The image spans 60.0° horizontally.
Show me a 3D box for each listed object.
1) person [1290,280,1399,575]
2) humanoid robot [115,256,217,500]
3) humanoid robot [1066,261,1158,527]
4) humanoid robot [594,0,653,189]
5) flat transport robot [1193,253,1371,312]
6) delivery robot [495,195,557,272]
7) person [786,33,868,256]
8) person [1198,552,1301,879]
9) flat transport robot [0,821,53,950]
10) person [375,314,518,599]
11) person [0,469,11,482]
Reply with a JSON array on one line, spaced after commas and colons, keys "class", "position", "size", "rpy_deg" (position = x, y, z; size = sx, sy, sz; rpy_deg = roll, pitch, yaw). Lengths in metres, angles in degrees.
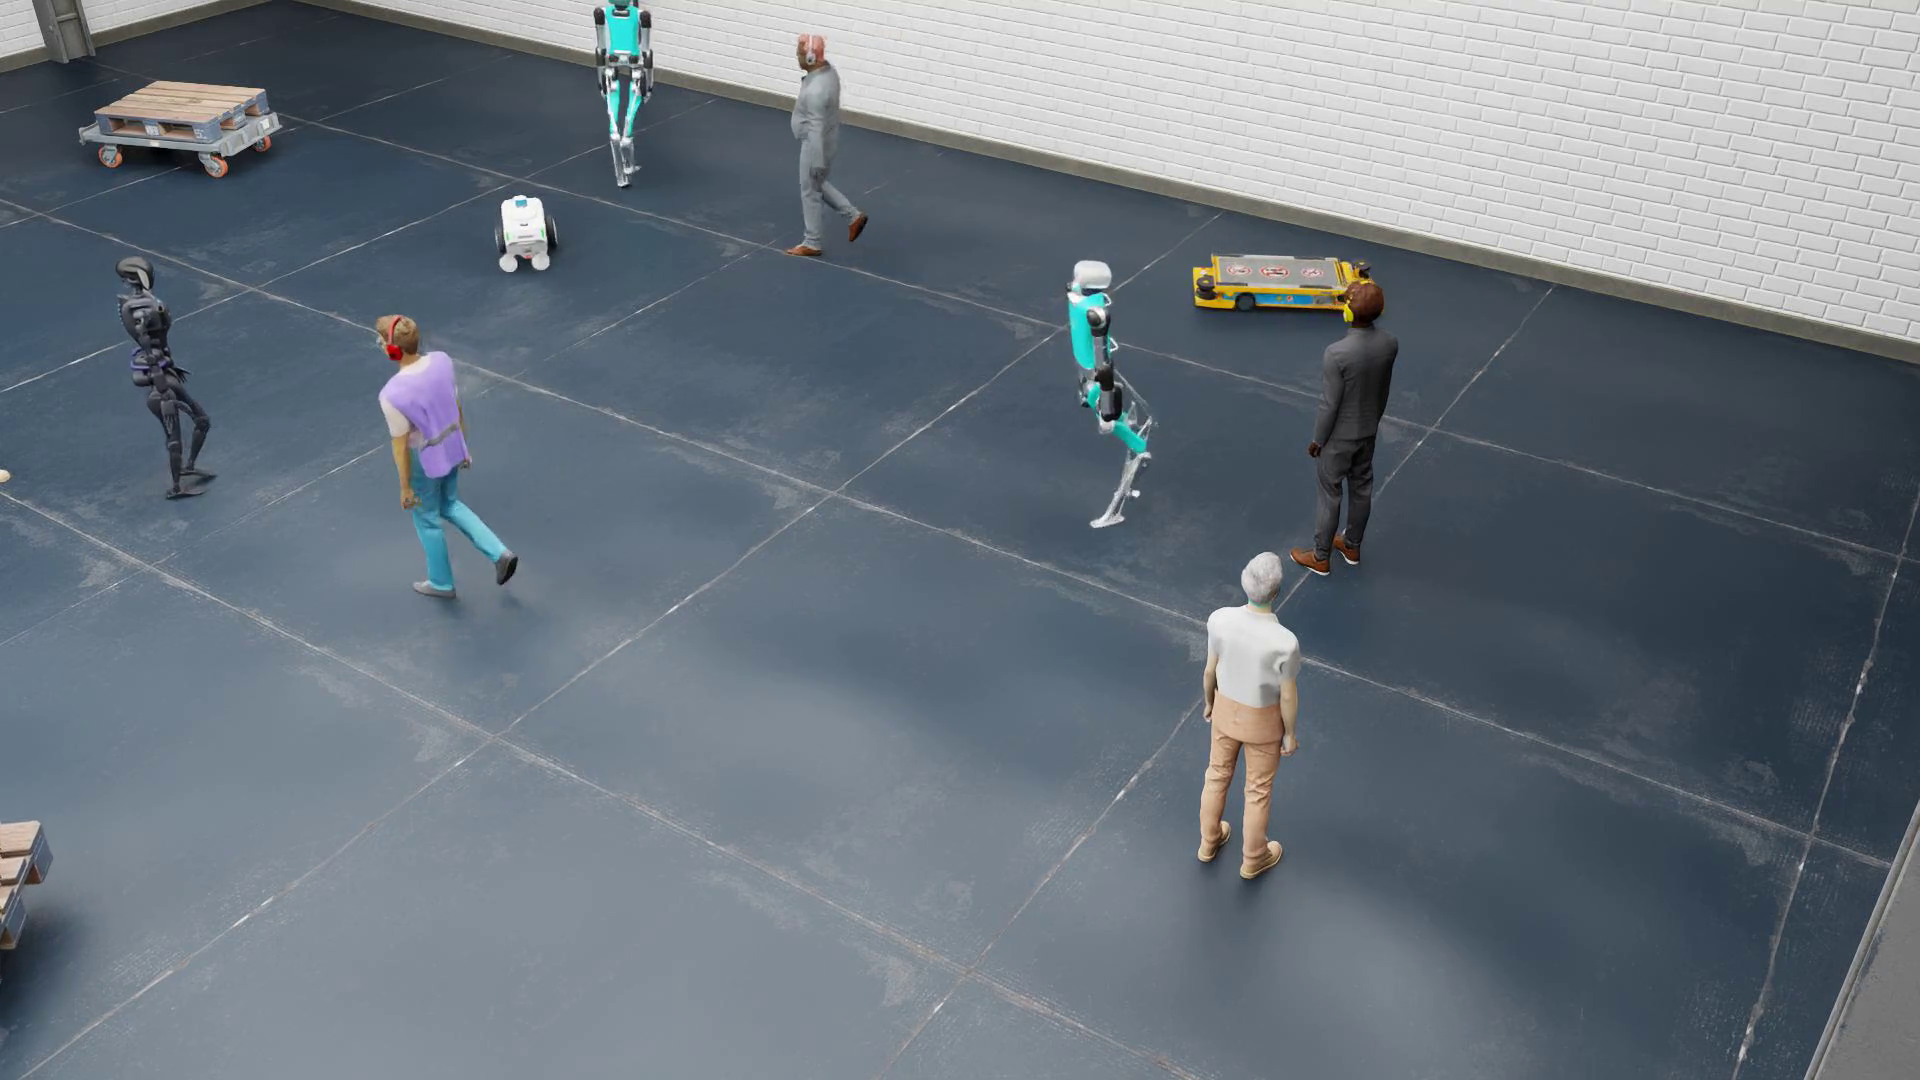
[{"class": "person", "position": [2.275, -0.651, 9.785], "size": [0.495, 1.875, 0.356], "rpy_deg": [-16, 36, -23]}, {"class": "humanoid robot", "position": [-5.052, -1.022, 10.542], "size": [0.366, 1.646, 0.616], "rpy_deg": [-11, 34, -16]}, {"class": "humanoid robot", "position": [1.043, -0.896, 10.330], "size": [0.805, 1.802, 0.530], "rpy_deg": [-8, 34, -12]}, {"class": "humanoid robot", "position": [-3.110, -4.089, 15.334], "size": [0.565, 1.841, 0.802], "rpy_deg": [1, 33, 1]}, {"class": "flat transport robot", "position": [2.623, -2.075, 13.486], "size": [1.431, 0.231, 0.659], "rpy_deg": [3, 33, 4]}, {"class": "delivery robot", "position": [-3.683, -2.631, 14.062], "size": [0.505, 0.569, 0.741], "rpy_deg": [-8, 34, -13]}, {"class": "person", "position": [-1.154, -3.266, 13.834], "size": [0.604, 1.892, 0.657], "rpy_deg": [4, 33, 7]}, {"class": "person", "position": [1.332, 0.808, 7.629], "size": [0.470, 1.750, 0.321], "rpy_deg": [21, 38, 29]}, {"class": "flat transport robot", "position": [-4.735, 1.877, 7.335], "size": [0.659, 0.231, 1.431], "rpy_deg": [-5, 33, -8]}, {"class": "person", "position": [-2.969, -0.432, 9.483], "size": [0.585, 1.833, 0.566], "rpy_deg": [11, 34, 16]}, {"class": "person", "position": [-6.533, -1.116, 10.526], "size": [0.369, 1.862, 0.468], "rpy_deg": [6, 33, 9]}]
